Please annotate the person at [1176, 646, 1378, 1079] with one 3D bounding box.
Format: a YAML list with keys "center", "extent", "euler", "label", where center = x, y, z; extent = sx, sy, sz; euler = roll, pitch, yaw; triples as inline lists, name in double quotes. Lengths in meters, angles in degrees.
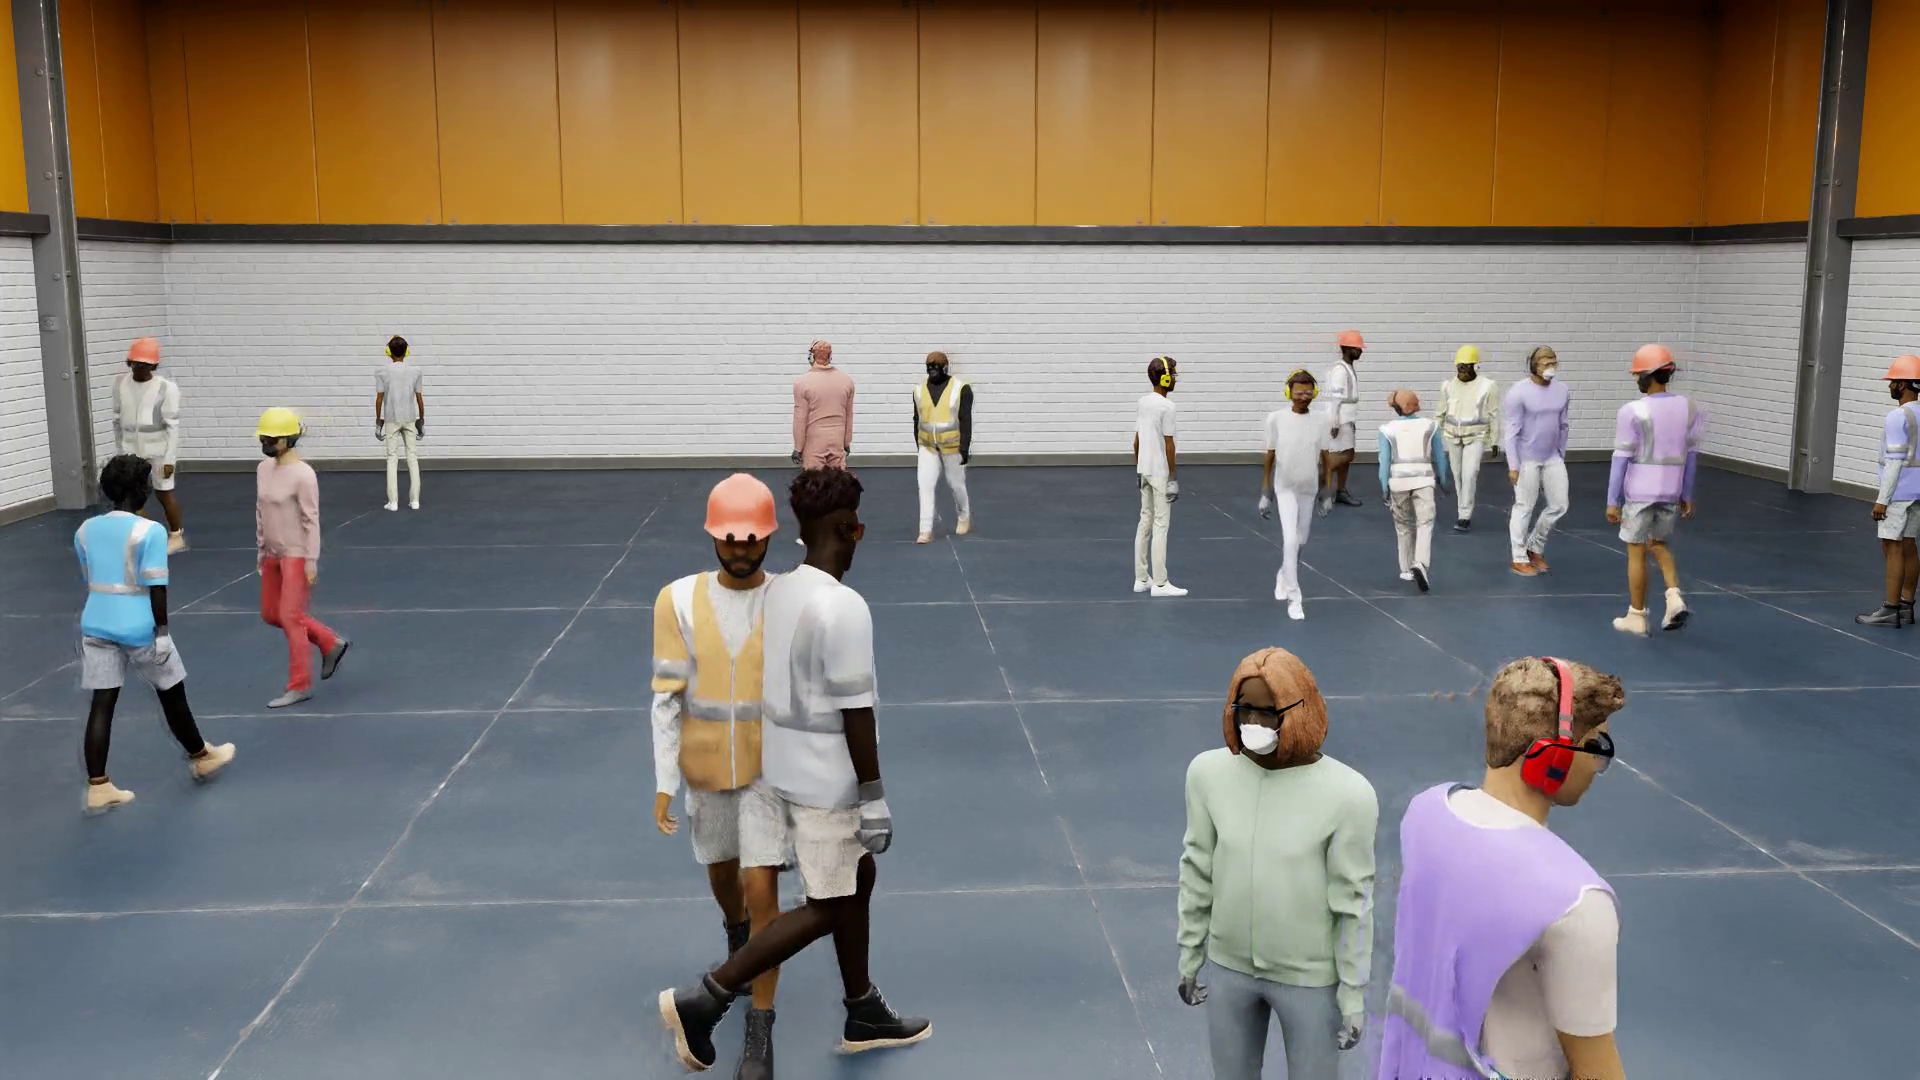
- center: [0.752, 1.056, 4.029]
  extent: [0.501, 1.628, 0.274]
  euler: [6, 11, 33]
  label: "person"

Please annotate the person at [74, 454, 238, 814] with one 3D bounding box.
- center: [-3.891, 0.412, 7.936]
  extent: [0.555, 1.650, 0.854]
  euler: [3, 10, 18]
  label: "person"

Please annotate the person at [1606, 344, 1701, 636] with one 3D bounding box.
- center: [4.753, -0.326, 11.425]
  extent: [0.643, 2.031, 0.475]
  euler: [-2, 9, -15]
  label: "person"

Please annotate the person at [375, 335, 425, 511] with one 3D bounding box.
- center: [-5.974, -1.241, 17.732]
  extent: [0.516, 1.865, 0.329]
  euler: [-5, 10, -29]
  label: "person"

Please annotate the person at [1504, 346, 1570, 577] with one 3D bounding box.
- center: [4.772, -0.641, 13.753]
  extent: [0.653, 1.921, 0.451]
  euler: [-3, 10, -20]
  label: "person"

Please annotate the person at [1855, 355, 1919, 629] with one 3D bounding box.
- center: [6.666, -0.340, 11.819]
  extent: [0.545, 1.938, 0.362]
  euler: [-7, 11, -36]
  label: "person"

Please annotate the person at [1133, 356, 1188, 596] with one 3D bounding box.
- center: [1.552, -0.499, 13.023]
  extent: [0.335, 1.873, 0.520]
  euler: [-4, 10, -25]
  label: "person"

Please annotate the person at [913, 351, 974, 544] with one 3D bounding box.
- center: [-0.144, -0.898, 15.755]
  extent: [0.618, 1.807, 0.893]
  euler: [3, 10, 18]
  label: "person"

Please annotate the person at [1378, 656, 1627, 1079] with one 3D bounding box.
- center: [1.009, 1.106, 3.080]
  extent: [0.435, 1.826, 0.570]
  euler: [-1, 9, -9]
  label: "person"

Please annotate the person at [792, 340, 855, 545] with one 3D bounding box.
- center: [-1.287, -0.895, 15.395]
  extent: [0.642, 1.909, 0.410]
  euler: [-7, 11, -37]
  label: "person"

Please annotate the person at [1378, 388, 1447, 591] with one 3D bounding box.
- center: [3.615, -0.411, 13.295]
  extent: [0.565, 1.600, 0.762]
  euler: [2, 9, 13]
  label: "person"

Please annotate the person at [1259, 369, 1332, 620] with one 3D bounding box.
- center: [2.496, -0.372, 12.410]
  extent: [0.531, 1.826, 0.920]
  euler: [0, 9, -3]
  label: "person"

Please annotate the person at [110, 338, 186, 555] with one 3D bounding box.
- center: [-7.082, -0.772, 14.446]
  extent: [0.680, 1.960, 1.034]
  euler: [0, 9, -1]
  label: "person"

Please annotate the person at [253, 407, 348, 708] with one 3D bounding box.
- center: [-3.881, 0.082, 9.753]
  extent: [0.536, 1.747, 0.536]
  euler: [7, 11, 36]
  label: "person"

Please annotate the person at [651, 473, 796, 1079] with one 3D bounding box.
- center: [-0.707, 0.703, 5.427]
  extent: [0.540, 1.895, 0.971]
  euler: [0, 9, 0]
  label: "person"

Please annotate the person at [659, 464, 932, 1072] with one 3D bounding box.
- center: [-0.509, 0.730, 5.161]
  extent: [0.849, 1.921, 0.611]
  euler: [-4, 10, -23]
  label: "person"

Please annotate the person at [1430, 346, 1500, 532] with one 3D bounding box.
- center: [4.888, -0.982, 16.247]
  extent: [0.629, 1.801, 0.778]
  euler: [7, 12, 38]
  label: "person"

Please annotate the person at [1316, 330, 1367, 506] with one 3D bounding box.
- center: [4.126, -1.308, 17.967]
  extent: [0.492, 1.922, 0.542]
  euler: [4, 10, 24]
  label: "person"
